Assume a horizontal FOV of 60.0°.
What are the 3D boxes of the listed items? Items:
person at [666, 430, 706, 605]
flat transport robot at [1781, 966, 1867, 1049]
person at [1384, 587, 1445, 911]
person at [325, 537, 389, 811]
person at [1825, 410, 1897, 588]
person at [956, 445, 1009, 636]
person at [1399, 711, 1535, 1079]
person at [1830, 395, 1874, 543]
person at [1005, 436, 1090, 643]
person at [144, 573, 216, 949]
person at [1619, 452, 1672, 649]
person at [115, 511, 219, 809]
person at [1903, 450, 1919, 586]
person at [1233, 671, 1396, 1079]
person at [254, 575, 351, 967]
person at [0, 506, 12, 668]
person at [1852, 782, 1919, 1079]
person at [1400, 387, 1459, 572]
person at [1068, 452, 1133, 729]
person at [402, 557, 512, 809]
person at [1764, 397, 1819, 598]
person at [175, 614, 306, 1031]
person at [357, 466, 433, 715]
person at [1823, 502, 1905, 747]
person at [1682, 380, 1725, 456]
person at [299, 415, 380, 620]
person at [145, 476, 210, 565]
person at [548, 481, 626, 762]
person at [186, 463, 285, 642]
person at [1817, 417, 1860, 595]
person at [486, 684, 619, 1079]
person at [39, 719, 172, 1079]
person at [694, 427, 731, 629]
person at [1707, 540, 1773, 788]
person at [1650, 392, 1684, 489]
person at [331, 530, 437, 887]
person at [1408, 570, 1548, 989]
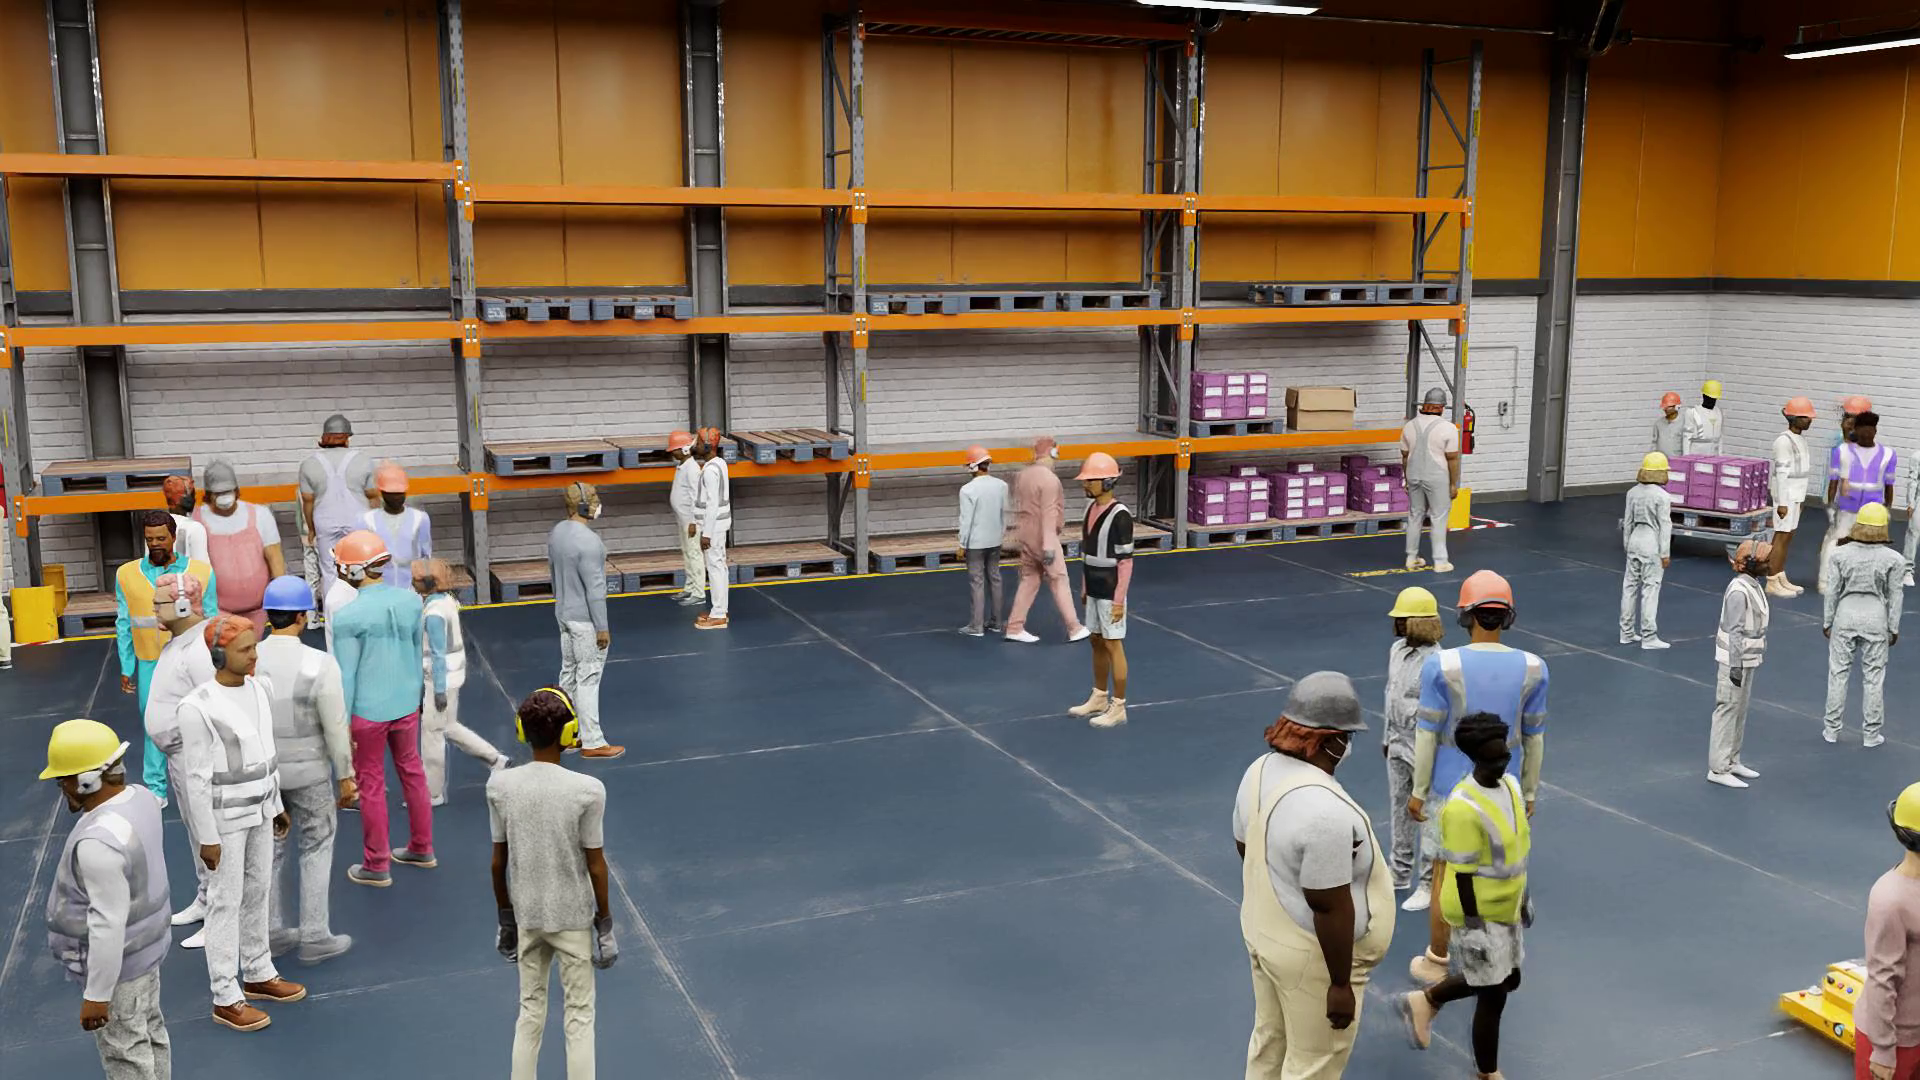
[{"bbox_3d":[-2.733,-0.226,16.558,0.350,1.744,0.564,-4,11,-21],"label":"person"},{"bbox_3d":[4.544,2.079,7.530,1.431,0.197,0.652,-3,10,-18],"label":"flat transport robot"},{"bbox_3d":[2.418,1.106,8.898,0.317,1.743,0.488,-4,11,-21],"label":"person"},{"bbox_3d":[-3.804,0.828,10.496,0.336,1.743,0.561,-3,10,-14],"label":"person"},{"bbox_3d":[9.085,-0.359,16.811,0.613,1.937,0.871,4,11,23],"label":"person"},{"bbox_3d":[0.185,0.000,15.248,0.563,1.749,0.333,-9,13,-41],"label":"person"},{"bbox_3d":[2.117,1.504,6.835,0.632,1.668,0.556,9,13,42],"label":"person"},{"bbox_3d":[9.214,-0.489,17.250,0.408,2.030,0.651,6,11,29],"label":"person"},{"bbox_3d":[0.797,0.007,14.899,0.824,1.858,0.720,-4,11,-21],"label":"person"},{"bbox_3d":[-3.900,1.103,8.446,0.407,1.906,0.655,-7,12,-34],"label":"person"},{"bbox_3d":[6.112,0.087,14.768,0.308,1.744,0.485,-4,11,-22],"label":"person"},{"bbox_3d":[-4.921,0.762,10.373,0.587,1.920,0.391,-3,10,-15],"label":"person"},{"bbox_3d":[10.179,-0.378,17.439,0.493,1.745,0.286,0,10,1],"label":"person"},{"bbox_3d":[1.296,1.458,6.012,0.535,2.000,0.674,-2,10,-14],"label":"person"},{"bbox_3d":[-3.298,1.134,8.221,0.616,1.933,0.424,1,10,7],"label":"person"},{"bbox_3d":[-8.137,0.252,13.785,0.325,1.752,0.563,0,10,1],"label":"person"},{"bbox_3d":[3.210,1.663,5.627,0.522,1.768,0.312,-9,13,-41],"label":"person"},{"bbox_3d":[5.217,-0.682,18.341,0.535,2.000,0.682,-8,13,-40],"label":"person"},{"bbox_3d":[1.041,0.370,12.277,0.397,2.043,0.609,-4,11,-21],"label":"person"},{"bbox_3d":[-3.206,0.893,10.477,0.596,1.616,0.532,-2,10,-9],"label":"person"},{"bbox_3d":[8.465,-0.437,16.925,0.372,2.042,0.615,8,13,39],"label":"person"},{"bbox_3d":[-3.273,1.265,7.579,0.356,1.883,0.573,2,10,11],"label":"person"},{"bbox_3d":[-4.295,0.379,12.697,0.553,1.881,1.000,-4,10,-20],"label":"person"},{"bbox_3d":[6.415,0.595,11.840,0.493,1.743,0.300,6,12,31],"label":"person"},{"bbox_3d":[9.268,-1.032,20.718,0.586,1.917,0.381,-3,10,-17],"label":"person"},{"bbox_3d":[-5.652,-0.147,15.260,0.672,2.000,0.536,-2,10,-12],"label":"person"},{"bbox_3d":[-5.679,0.466,12.176,0.585,1.882,0.337,4,11,23],"label":"person"},{"bbox_3d":[-2.604,0.557,11.499,0.371,1.941,0.627,-8,13,-38],"label":"person"},{"bbox_3d":[-5.368,0.367,12.297,0.685,2.000,1.052,-7,12,-34],"label":"person"},{"bbox_3d":[9.008,-0.341,16.988,0.349,1.838,0.501,4,11,21],"label":"person"},{"bbox_3d":[-1.566,1.478,6.436,0.503,1.862,0.328,3,10,16],"label":"person"},{"bbox_3d":[-3.138,1.542,6.156,0.403,1.823,0.588,-2,10,-13],"label":"person"},{"bbox_3d":[-2.318,-0.113,15.521,0.356,1.882,0.574,0,10,-1],"label":"person"},{"bbox_3d":[5.138,0.806,10.957,0.312,1.634,0.514,7,12,36],"label":"person"},{"bbox_3d":[8.989,-1.005,21.070,0.353,1.740,0.565,-6,12,-32],"label":"person"},{"bbox_3d":[-3.238,0.925,9.257,0.405,1.986,0.621,6,11,30],"label":"person"},{"bbox_3d":[2.424,1.148,7.854,0.609,2.031,0.414,-1,10,-5],"label":"person"}]
